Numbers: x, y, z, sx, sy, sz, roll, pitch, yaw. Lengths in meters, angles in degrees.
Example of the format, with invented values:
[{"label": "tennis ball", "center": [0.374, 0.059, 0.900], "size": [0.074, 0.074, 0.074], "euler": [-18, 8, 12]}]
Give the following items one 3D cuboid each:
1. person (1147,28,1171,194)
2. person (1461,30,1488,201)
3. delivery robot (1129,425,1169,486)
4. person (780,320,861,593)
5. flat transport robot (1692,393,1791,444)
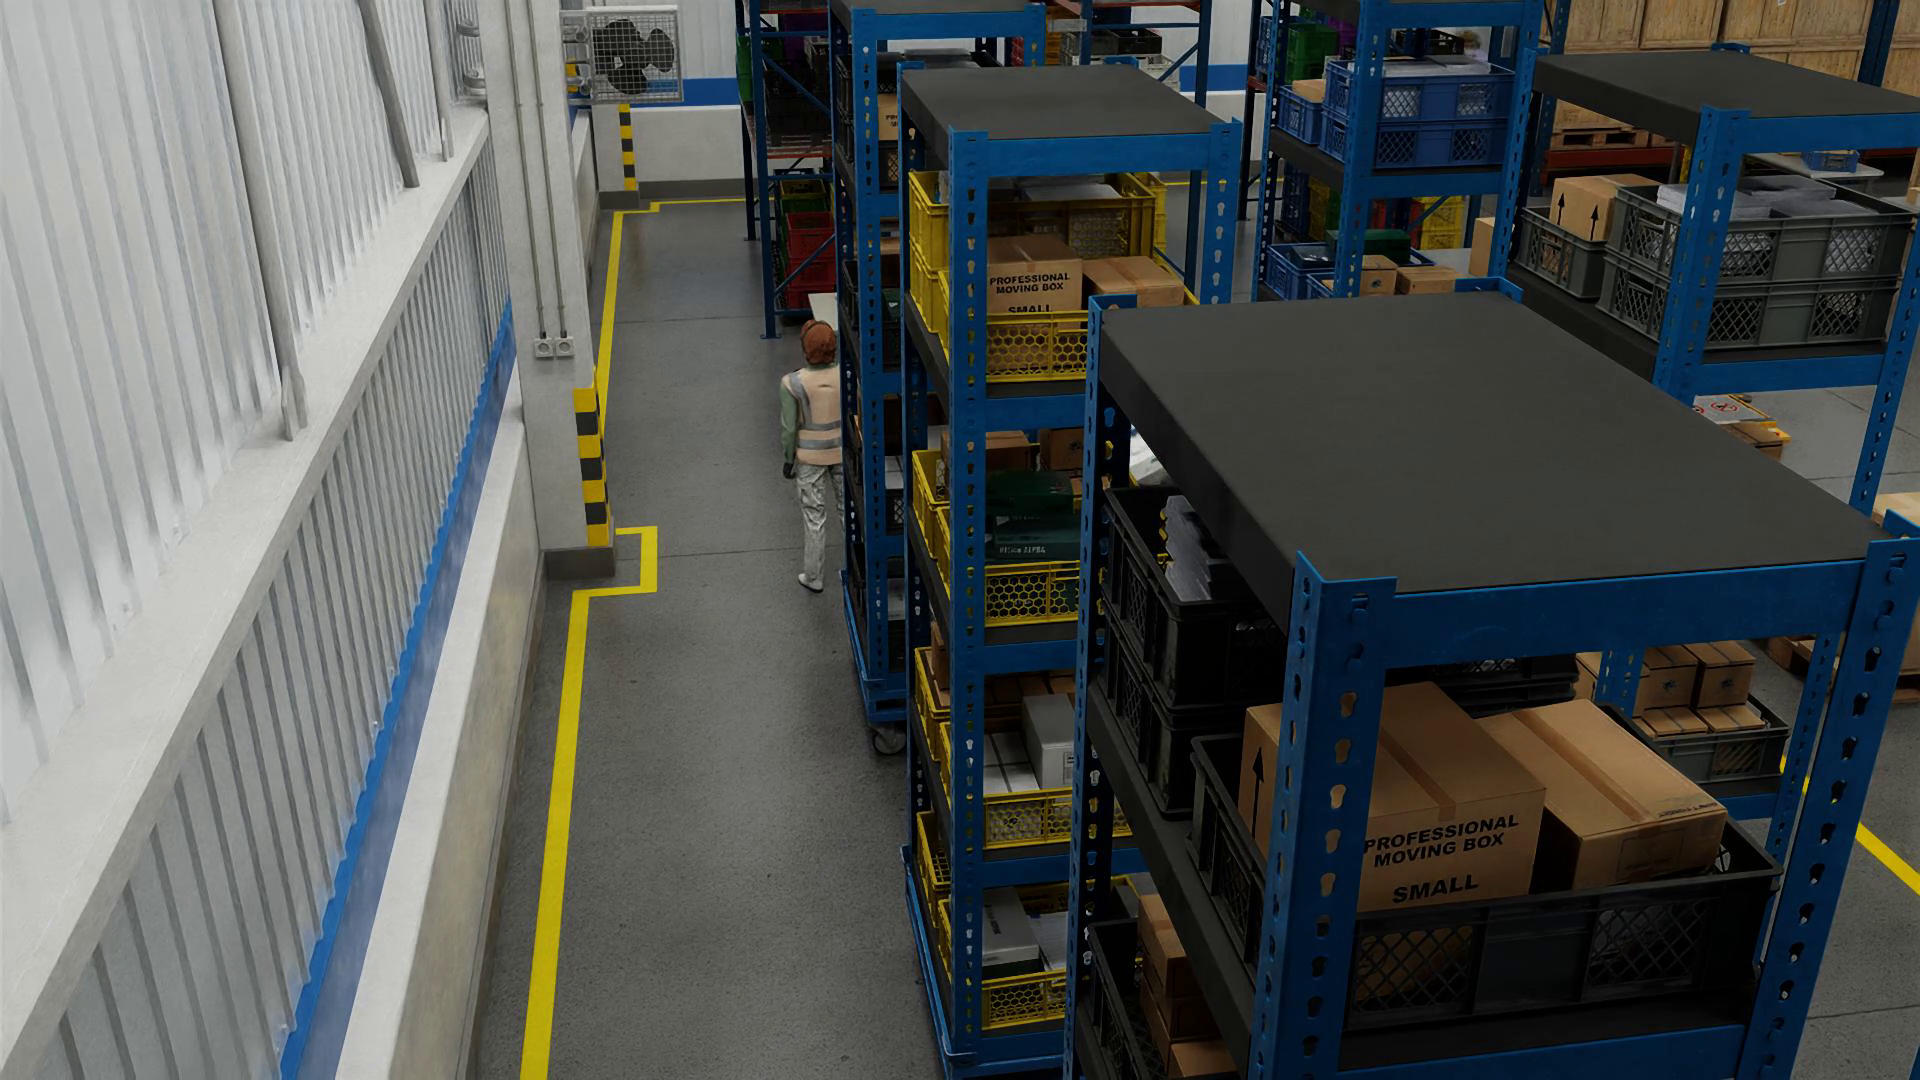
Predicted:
[{"label": "person", "center": [2.127, -4.822, 18.844], "size": [0.574, 1.877, 0.349], "euler": [7, 26, 14]}, {"label": "person", "center": [5.709, -4.878, 18.964], "size": [0.640, 1.891, 0.841], "euler": [2, 25, 5]}, {"label": "delivery robot", "center": [1.102, -0.519, 10.949], "size": [0.477, 0.478, 0.707], "euler": [20, 31, 36]}, {"label": "person", "center": [-0.785, -0.479, 9.676], "size": [0.512, 1.642, 0.312], "euler": [-9, 26, -19]}, {"label": "flat transport robot", "center": [5.224, -0.859, 12.132], "size": [1.431, 0.197, 0.652], "euler": [-4, 25, -8]}]
